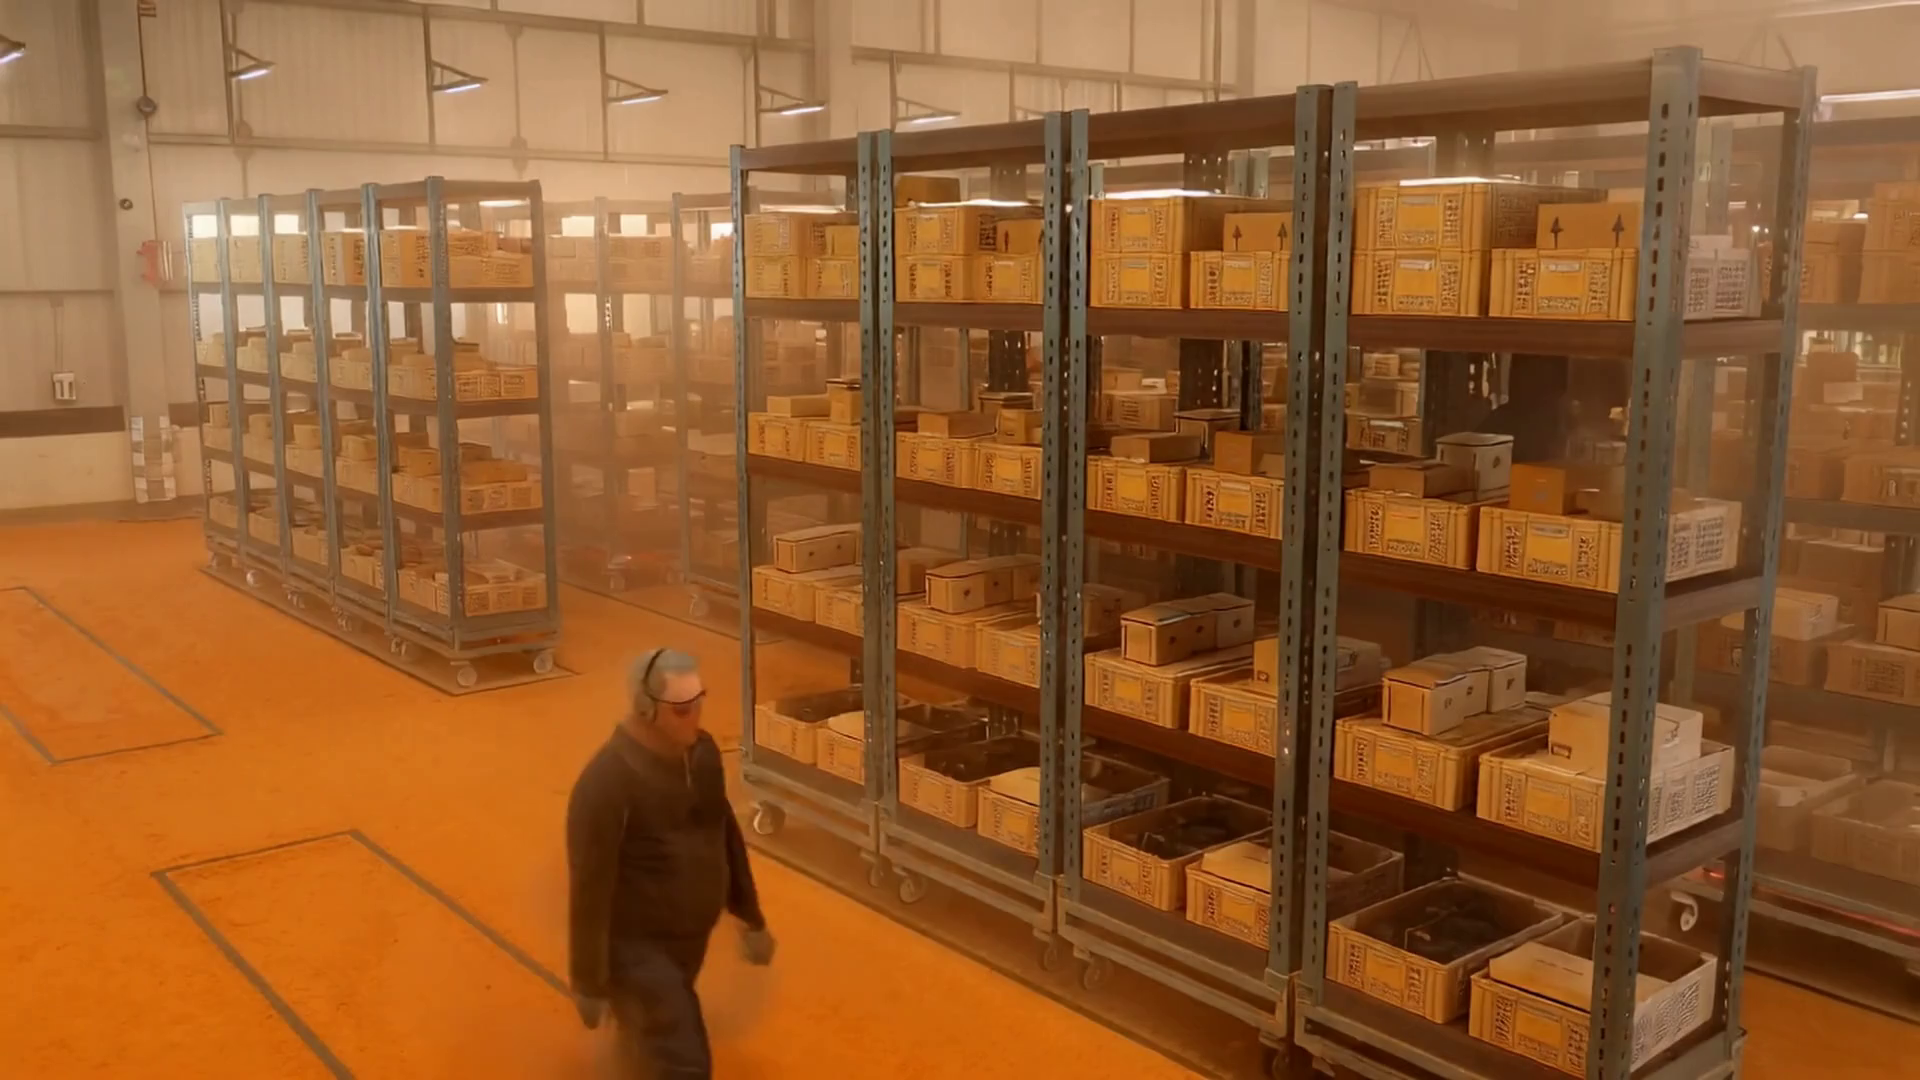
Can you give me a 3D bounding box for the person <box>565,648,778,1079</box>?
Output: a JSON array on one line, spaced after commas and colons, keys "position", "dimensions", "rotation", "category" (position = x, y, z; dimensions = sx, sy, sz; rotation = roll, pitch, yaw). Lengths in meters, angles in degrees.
[{"position": [-0.807, 1.248, 5.086], "dimensions": [0.930, 1.864, 0.659], "rotation": [3, 10, 19], "category": "person"}]
